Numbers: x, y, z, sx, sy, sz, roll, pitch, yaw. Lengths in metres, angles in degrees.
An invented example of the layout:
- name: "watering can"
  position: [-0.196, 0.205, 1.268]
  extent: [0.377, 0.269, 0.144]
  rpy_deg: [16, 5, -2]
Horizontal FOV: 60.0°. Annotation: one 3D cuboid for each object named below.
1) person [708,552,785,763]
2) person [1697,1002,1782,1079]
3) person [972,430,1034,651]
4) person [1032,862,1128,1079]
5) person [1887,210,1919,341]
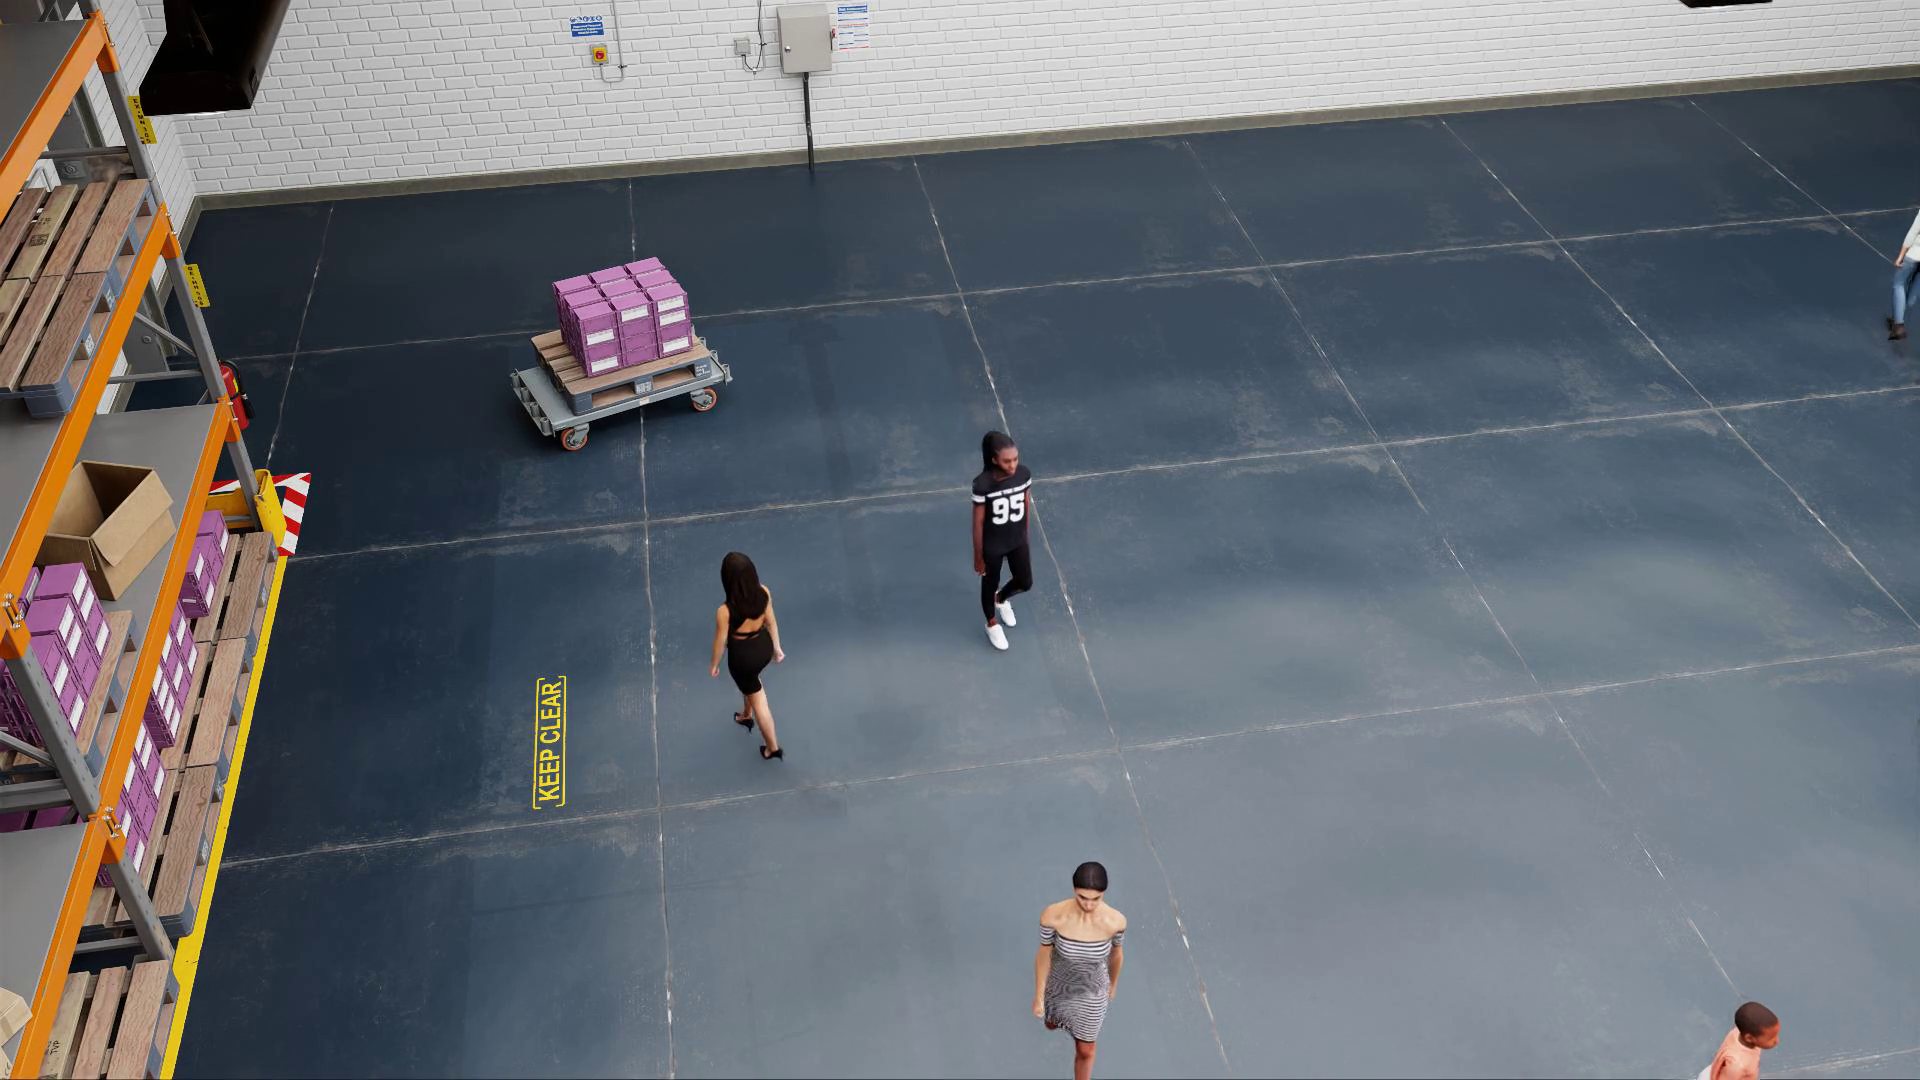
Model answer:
- name: "person"
  position: [-1.251, 0.796, 10.387]
  extent: [0.823, 1.630, 0.912]
  rpy_deg: [-32, 48, -33]
- name: "person"
  position: [3.715, 2.708, 8.257]
  extent: [0.655, 1.299, 0.598]
  rpy_deg: [25, 45, 28]
- name: "person"
  position: [0.230, -0.030, 11.346]
  extent: [0.705, 1.723, 0.753]
  rpy_deg: [-17, 42, -20]
- name: "person"
  position: [0.581, 2.215, 8.473]
  extent: [0.780, 1.800, 1.081]
  rpy_deg: [3, 39, 4]
- name: "person"
  position: [8.400, -2.466, 14.461]
  extent: [0.728, 1.643, 0.901]
  rpy_deg: [5, 39, 6]
